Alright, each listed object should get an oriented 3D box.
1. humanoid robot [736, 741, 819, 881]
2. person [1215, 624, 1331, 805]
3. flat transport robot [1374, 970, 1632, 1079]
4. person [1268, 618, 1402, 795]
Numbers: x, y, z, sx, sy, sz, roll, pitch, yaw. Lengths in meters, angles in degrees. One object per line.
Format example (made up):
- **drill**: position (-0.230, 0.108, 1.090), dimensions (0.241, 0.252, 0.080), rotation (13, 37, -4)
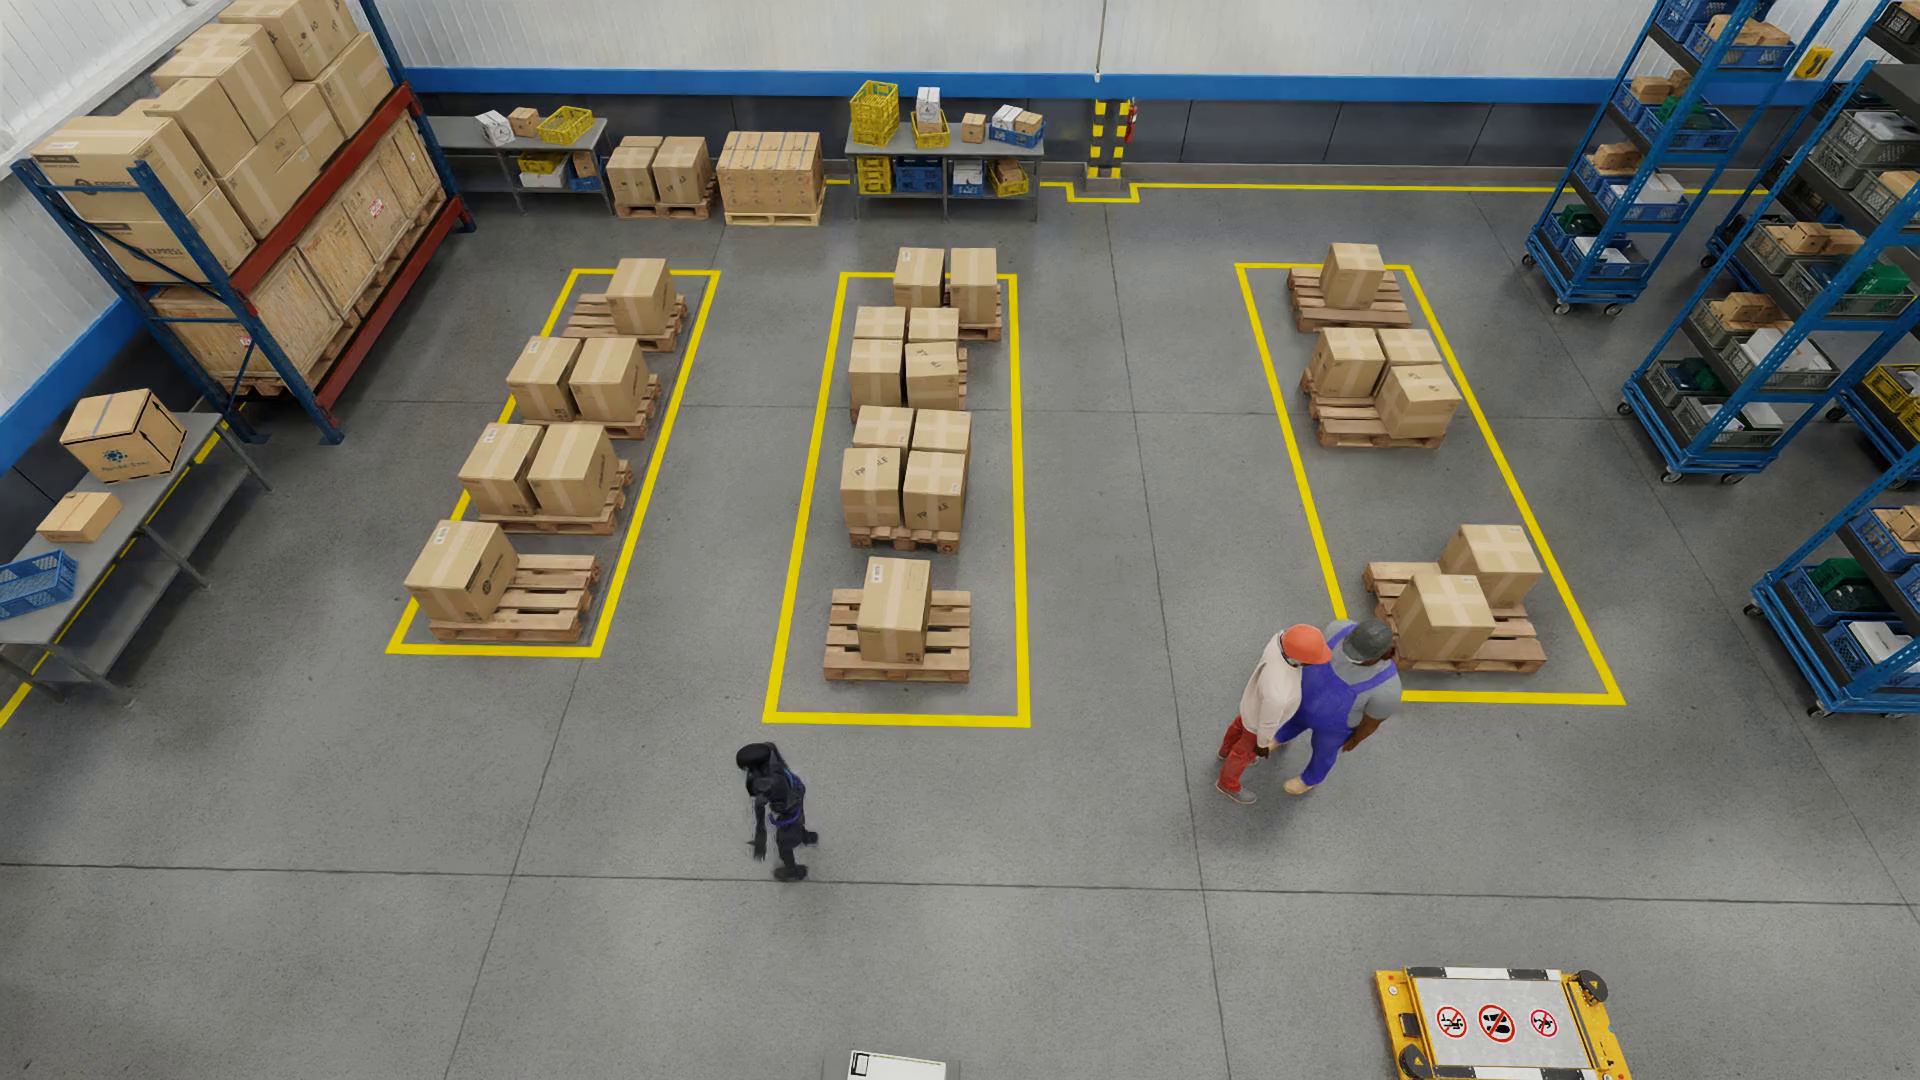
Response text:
- **humanoid robot**: position (-1.227, 1.794, 6.110), dimensions (0.403, 1.648, 0.646), rotation (-5, 51, -4)
- **person**: position (2.138, 1.195, 6.398), dimensions (0.376, 1.995, 0.610), rotation (13, 52, 10)
- **flat transport robot**: position (3.501, 3.133, 5.914), dimensions (1.431, 0.197, 0.652), rotation (1, 51, 1)
- **person**: position (2.563, 1.148, 6.408), dimensions (0.536, 2.000, 0.682), rotation (-15, 52, -12)
